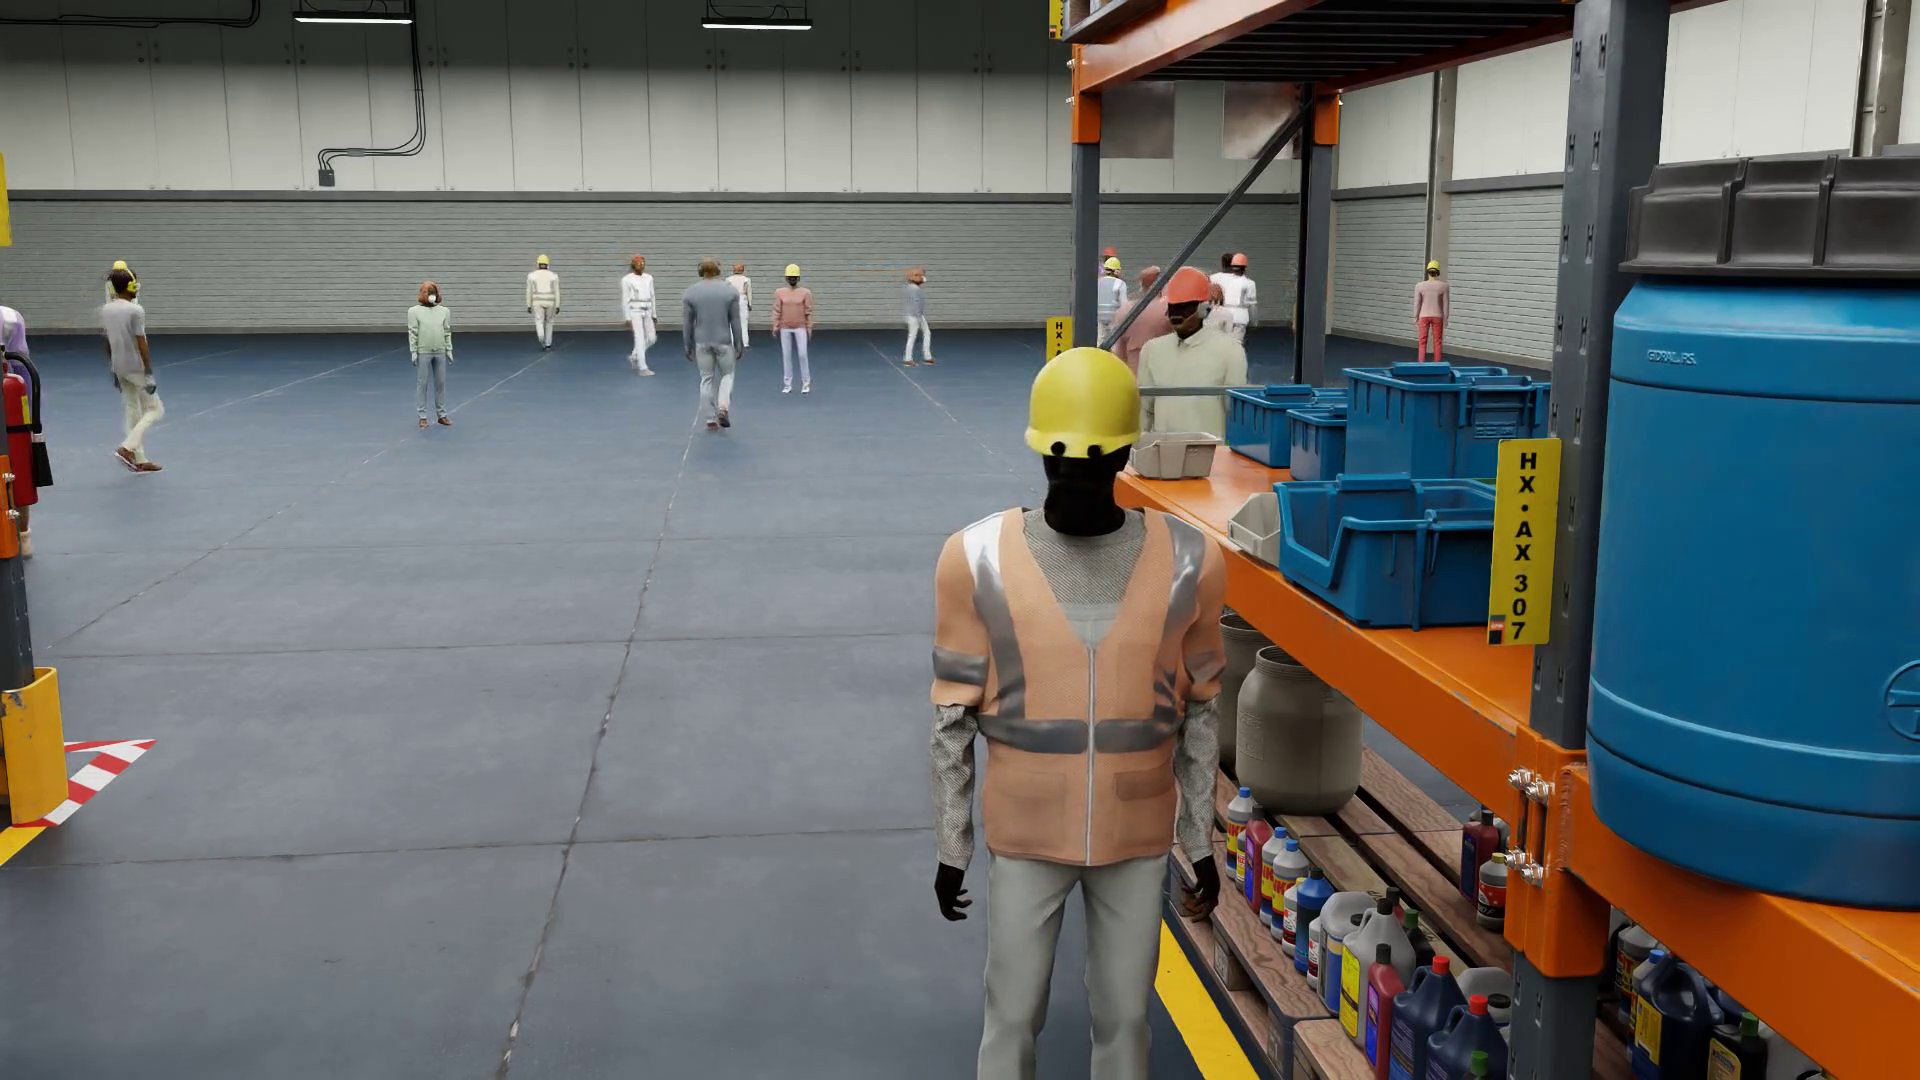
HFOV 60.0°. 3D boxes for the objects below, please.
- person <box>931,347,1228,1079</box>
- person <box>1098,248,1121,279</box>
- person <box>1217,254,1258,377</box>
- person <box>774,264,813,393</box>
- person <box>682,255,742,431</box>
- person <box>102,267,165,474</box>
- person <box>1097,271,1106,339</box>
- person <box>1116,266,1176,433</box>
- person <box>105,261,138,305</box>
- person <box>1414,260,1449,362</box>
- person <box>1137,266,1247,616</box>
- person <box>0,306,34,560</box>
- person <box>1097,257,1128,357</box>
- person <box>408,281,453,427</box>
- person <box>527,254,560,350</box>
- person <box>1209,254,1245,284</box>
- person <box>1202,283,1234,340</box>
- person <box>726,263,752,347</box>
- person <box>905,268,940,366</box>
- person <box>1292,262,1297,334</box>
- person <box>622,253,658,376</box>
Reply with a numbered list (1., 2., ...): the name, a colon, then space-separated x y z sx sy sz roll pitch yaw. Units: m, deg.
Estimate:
1. person: 0.240 0.576 3.331 0.594 1.922 0.378 -1 10 -4
2. person: 3.151 -5.132 34.711 0.571 1.888 0.957 -4 11 -19
3. person: 3.974 -3.134 23.800 0.566 1.878 1.003 6 12 31
4. person: -2.277 -2.886 22.766 0.530 1.767 0.341 1 10 6
5. person: -2.726 -2.153 18.270 0.659 1.929 0.418 -1 10 -6
6. person: -7.409 -1.498 14.877 0.562 1.856 0.435 5 11 26
7. person: 2.322 -3.417 26.135 0.885 1.586 0.583 3 11 18
8. person: 1.631 -1.410 14.332 0.650 1.883 0.749 8 13 38
9. person: -13.705 -3.698 27.262 0.491 1.744 0.295 -1 10 -7
10. person: 7.270 -3.421 25.678 0.528 1.767 0.330 3 11 16
11. person: 1.158 -0.401 8.540 0.612 1.978 0.452 9 14 40
12. person: -6.399 -0.857 10.864 0.390 2.041 0.615 10 14 43
13. person: 2.227 -3.248 24.552 0.600 1.829 0.404 7 13 34
14. person: -5.957 -2.091 18.746 0.497 1.636 0.286 -9 14 -41
15. person: -7.811 -4.457 31.236 0.600 1.807 0.728 -3 11 -16
16. person: 4.316 -3.687 26.887 0.608 1.863 1.048 0 10 2
17. person: 2.868 -2.138 19.080 0.504 1.612 0.645 3 11 18
18. person: -4.283 -4.545 32.222 0.509 1.629 0.316 0 10 -2
19. person: -0.606 -3.680 27.524 0.681 1.608 0.520 2 10 9
20. person: 5.088 -3.223 24.527 0.338 1.804 0.645 5 12 28
21. person: -4.943 -3.466 25.619 0.543 1.875 0.606 8 13 36
